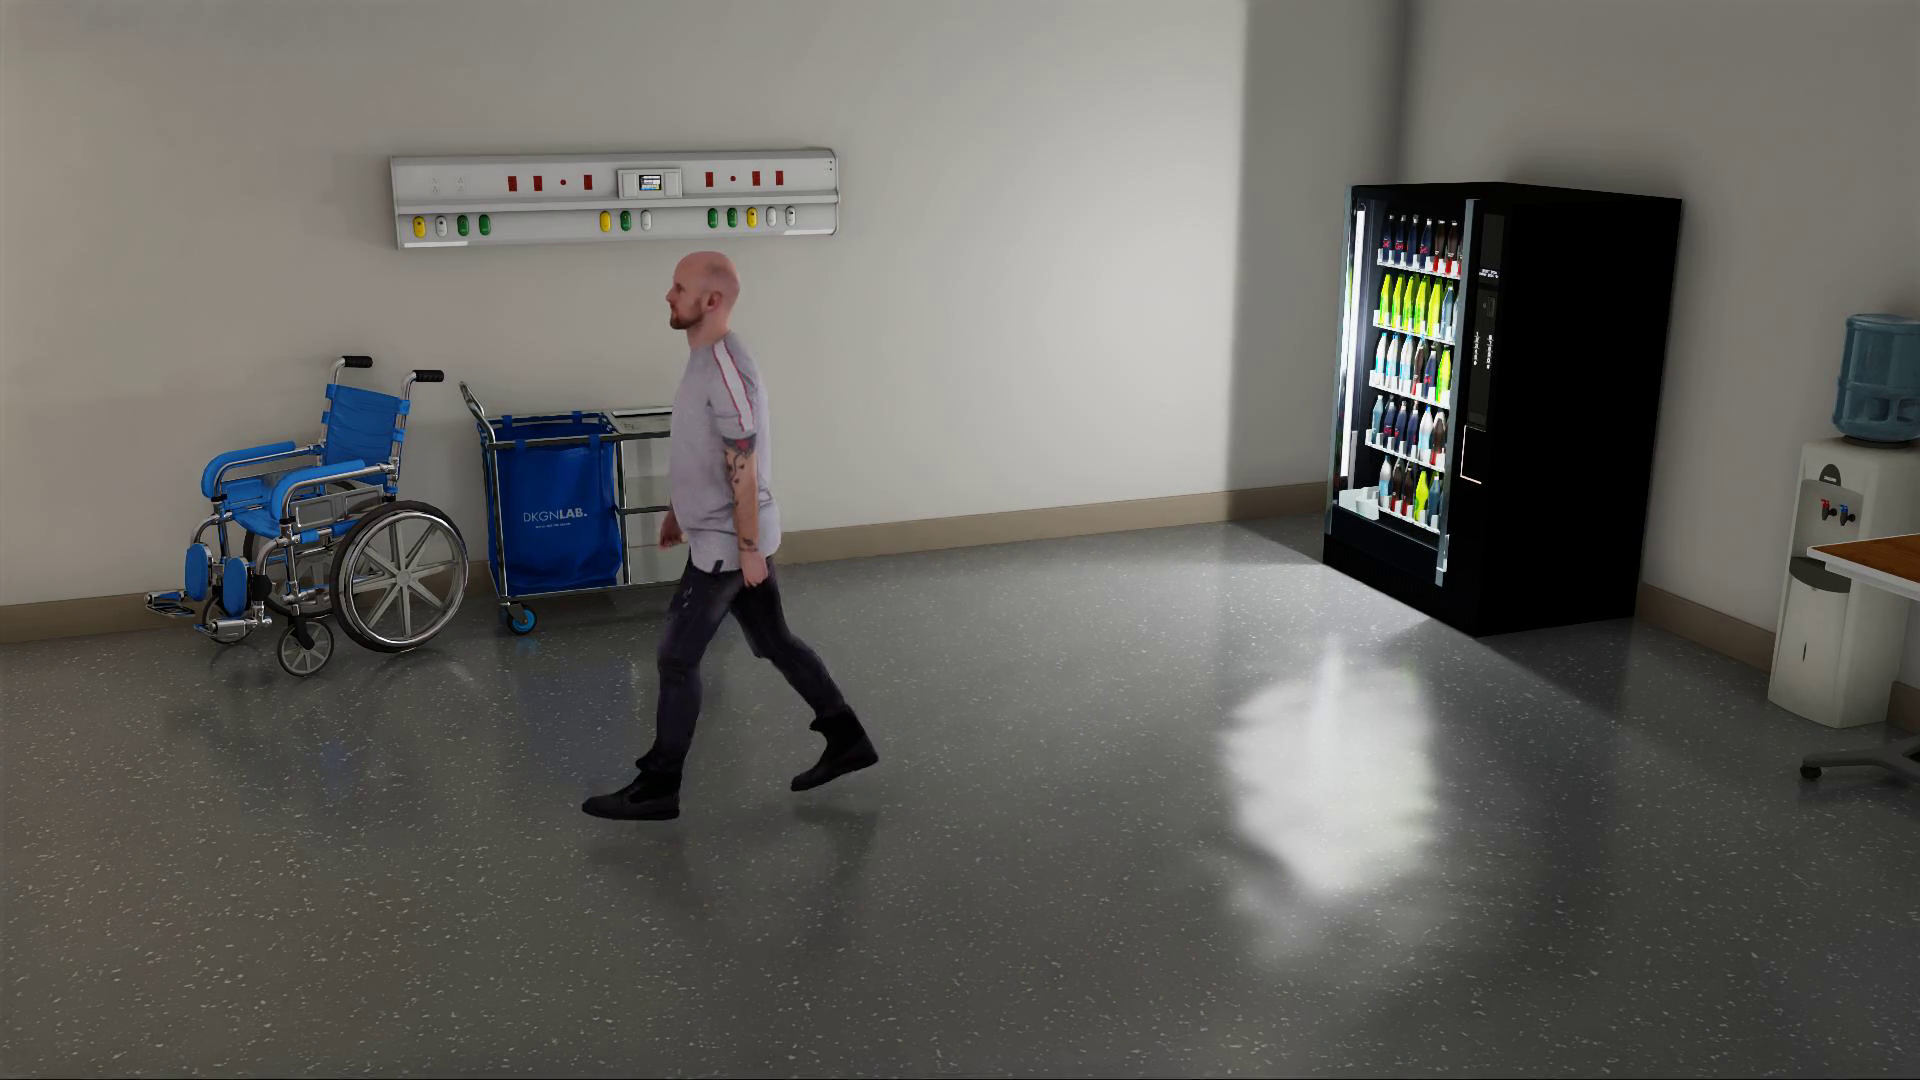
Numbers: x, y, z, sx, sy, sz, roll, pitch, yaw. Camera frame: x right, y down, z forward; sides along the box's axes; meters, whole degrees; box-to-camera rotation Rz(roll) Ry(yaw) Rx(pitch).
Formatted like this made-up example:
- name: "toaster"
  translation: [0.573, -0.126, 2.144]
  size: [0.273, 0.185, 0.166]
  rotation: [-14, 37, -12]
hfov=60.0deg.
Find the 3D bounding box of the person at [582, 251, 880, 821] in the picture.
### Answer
- name: "person"
  translation: [-0.637, 0.011, 5.270]
  size: [0.889, 1.798, 1.188]
  rotation: [-2, 16, -9]
